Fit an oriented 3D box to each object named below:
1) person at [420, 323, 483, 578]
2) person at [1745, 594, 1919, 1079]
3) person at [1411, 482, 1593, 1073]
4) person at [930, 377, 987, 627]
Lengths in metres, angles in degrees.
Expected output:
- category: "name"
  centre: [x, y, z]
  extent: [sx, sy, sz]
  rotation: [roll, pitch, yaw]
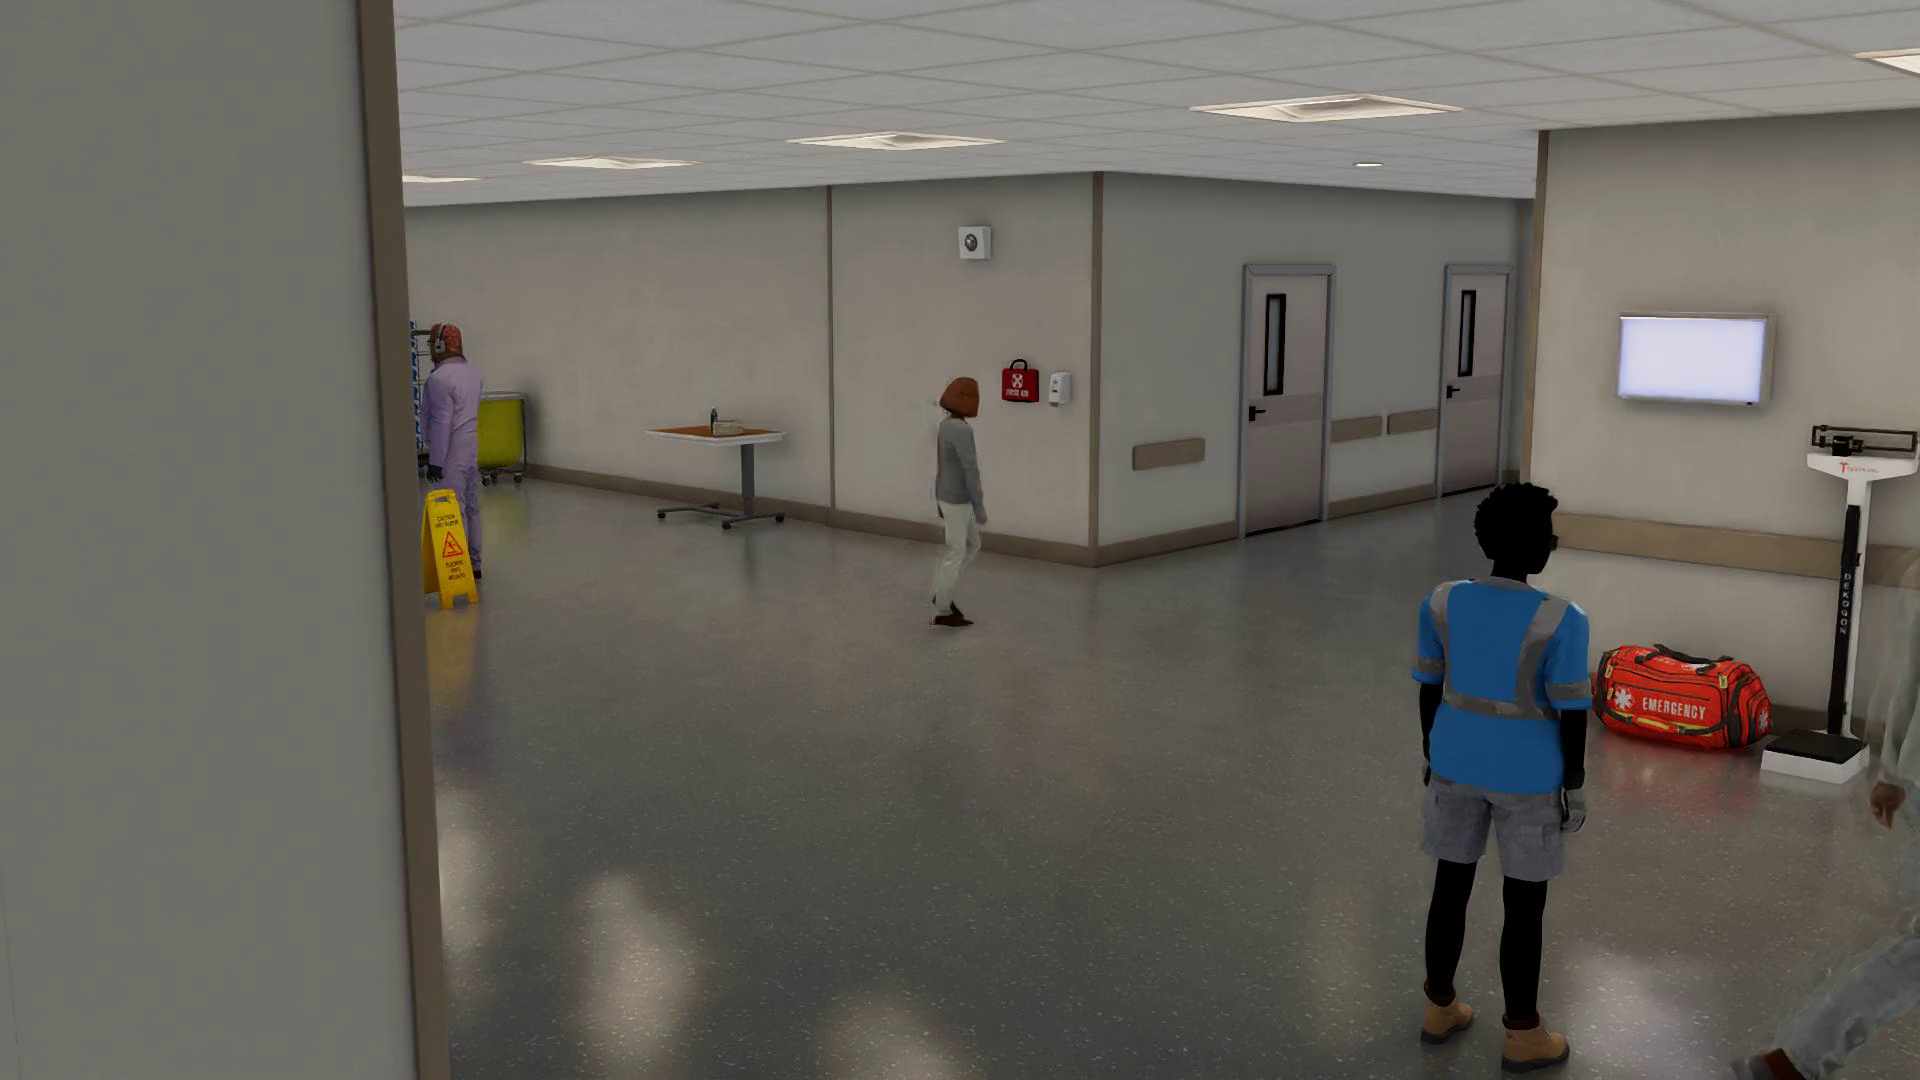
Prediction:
- category: "person"
  centre: [-3.719, -0.620, 12.126]
  extent: [0.407, 1.908, 0.641]
  rotation: [1, 9, 6]
- category: "person"
  centre: [2.558, 0.665, 4.317]
  extent: [0.912, 1.898, 0.668]
  rotation: [1, 9, 7]
- category: "person"
  centre: [1.564, 0.674, 4.817]
  extent: [0.317, 1.698, 0.540]
  rotation: [-9, 13, -43]
- category: "person"
  centre: [-0.016, -0.232, 10.655]
  extent: [0.393, 1.613, 0.505]
  rotation: [-2, 9, -13]
